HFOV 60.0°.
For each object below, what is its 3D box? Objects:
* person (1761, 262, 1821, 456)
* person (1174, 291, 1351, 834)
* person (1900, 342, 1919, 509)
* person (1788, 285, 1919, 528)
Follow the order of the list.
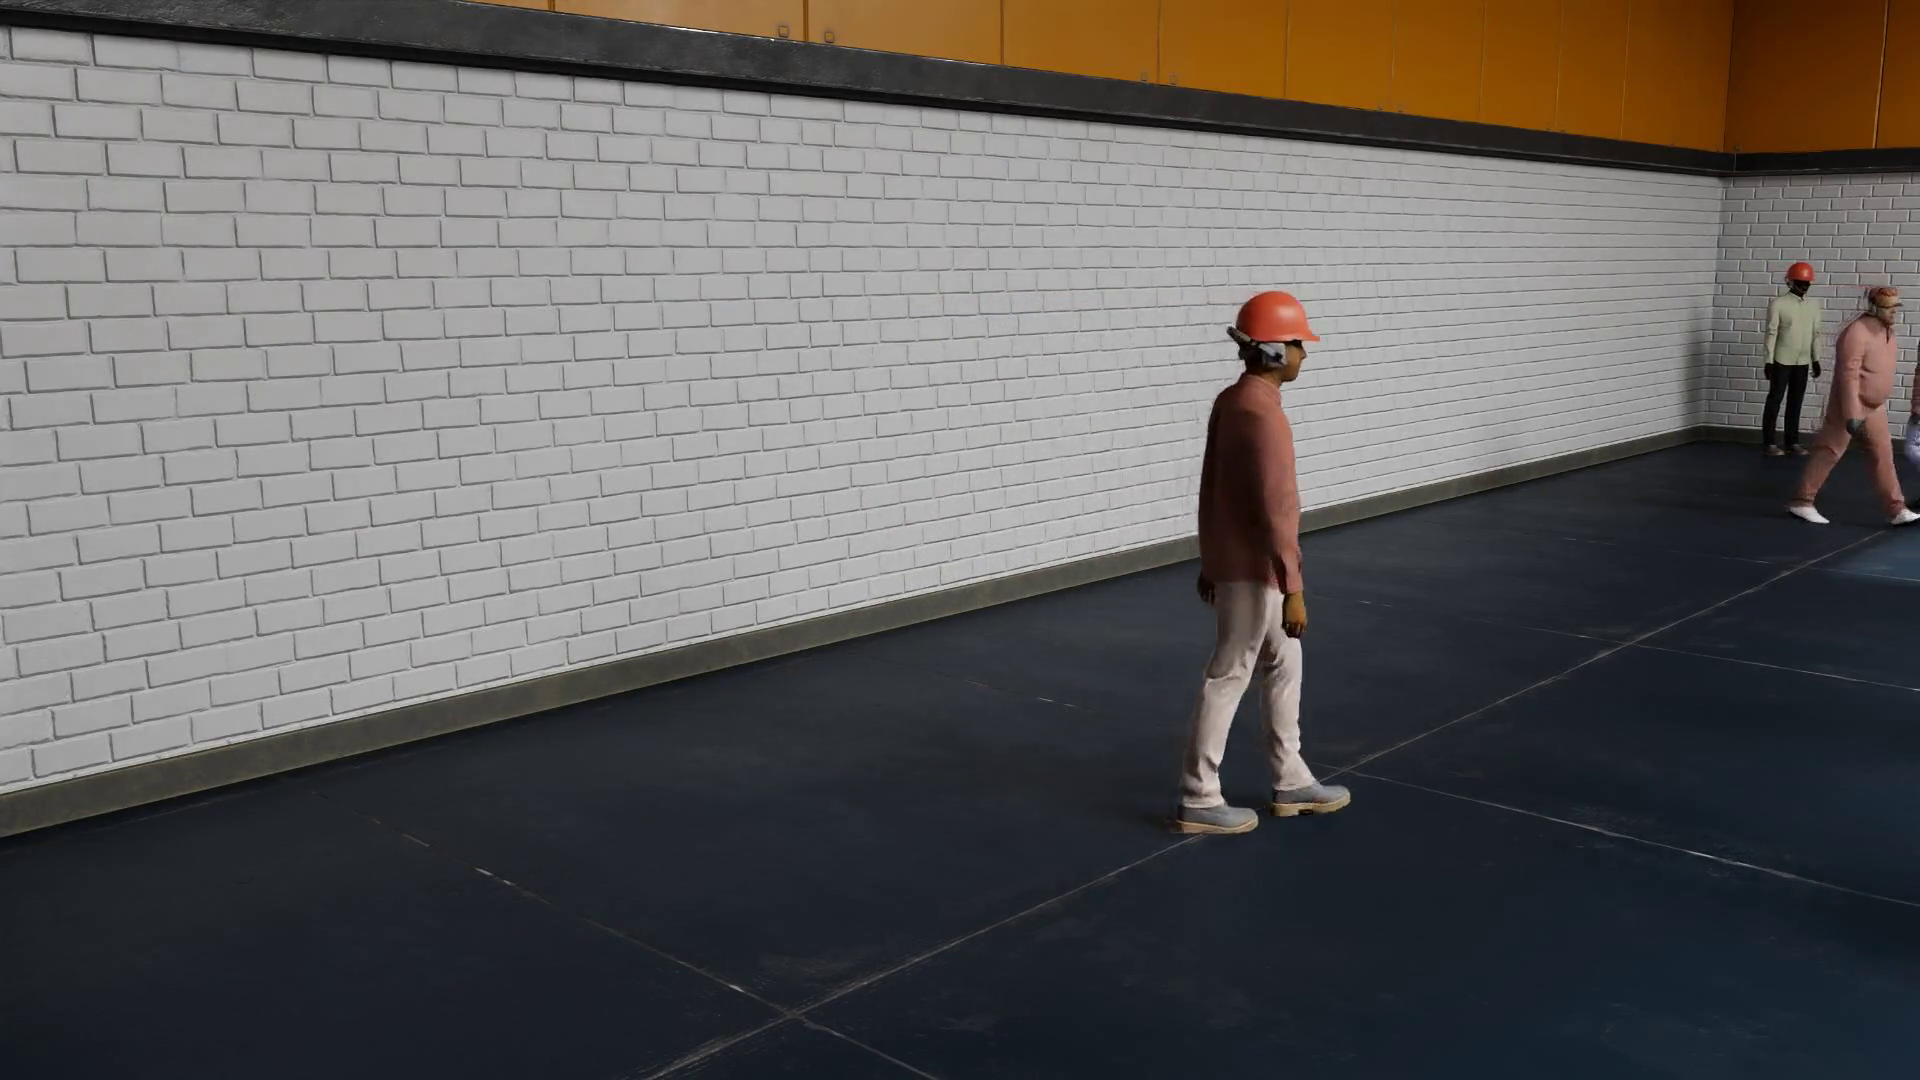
[{"bbox_3d":[8.527,-1.846,17.046,0.621,1.989,0.401,-3,10,-15],"label":"person"},{"bbox_3d":[1.166,0.102,5.988,0.841,1.965,0.658,-1,10,-4],"label":"person"},{"bbox_3d":[7.855,-1.085,13.371,0.549,1.756,0.456,-3,10,-17],"label":"person"},{"bbox_3d":[6.852,-0.996,12.609,0.680,1.852,1.036,-6,12,-30],"label":"person"}]
